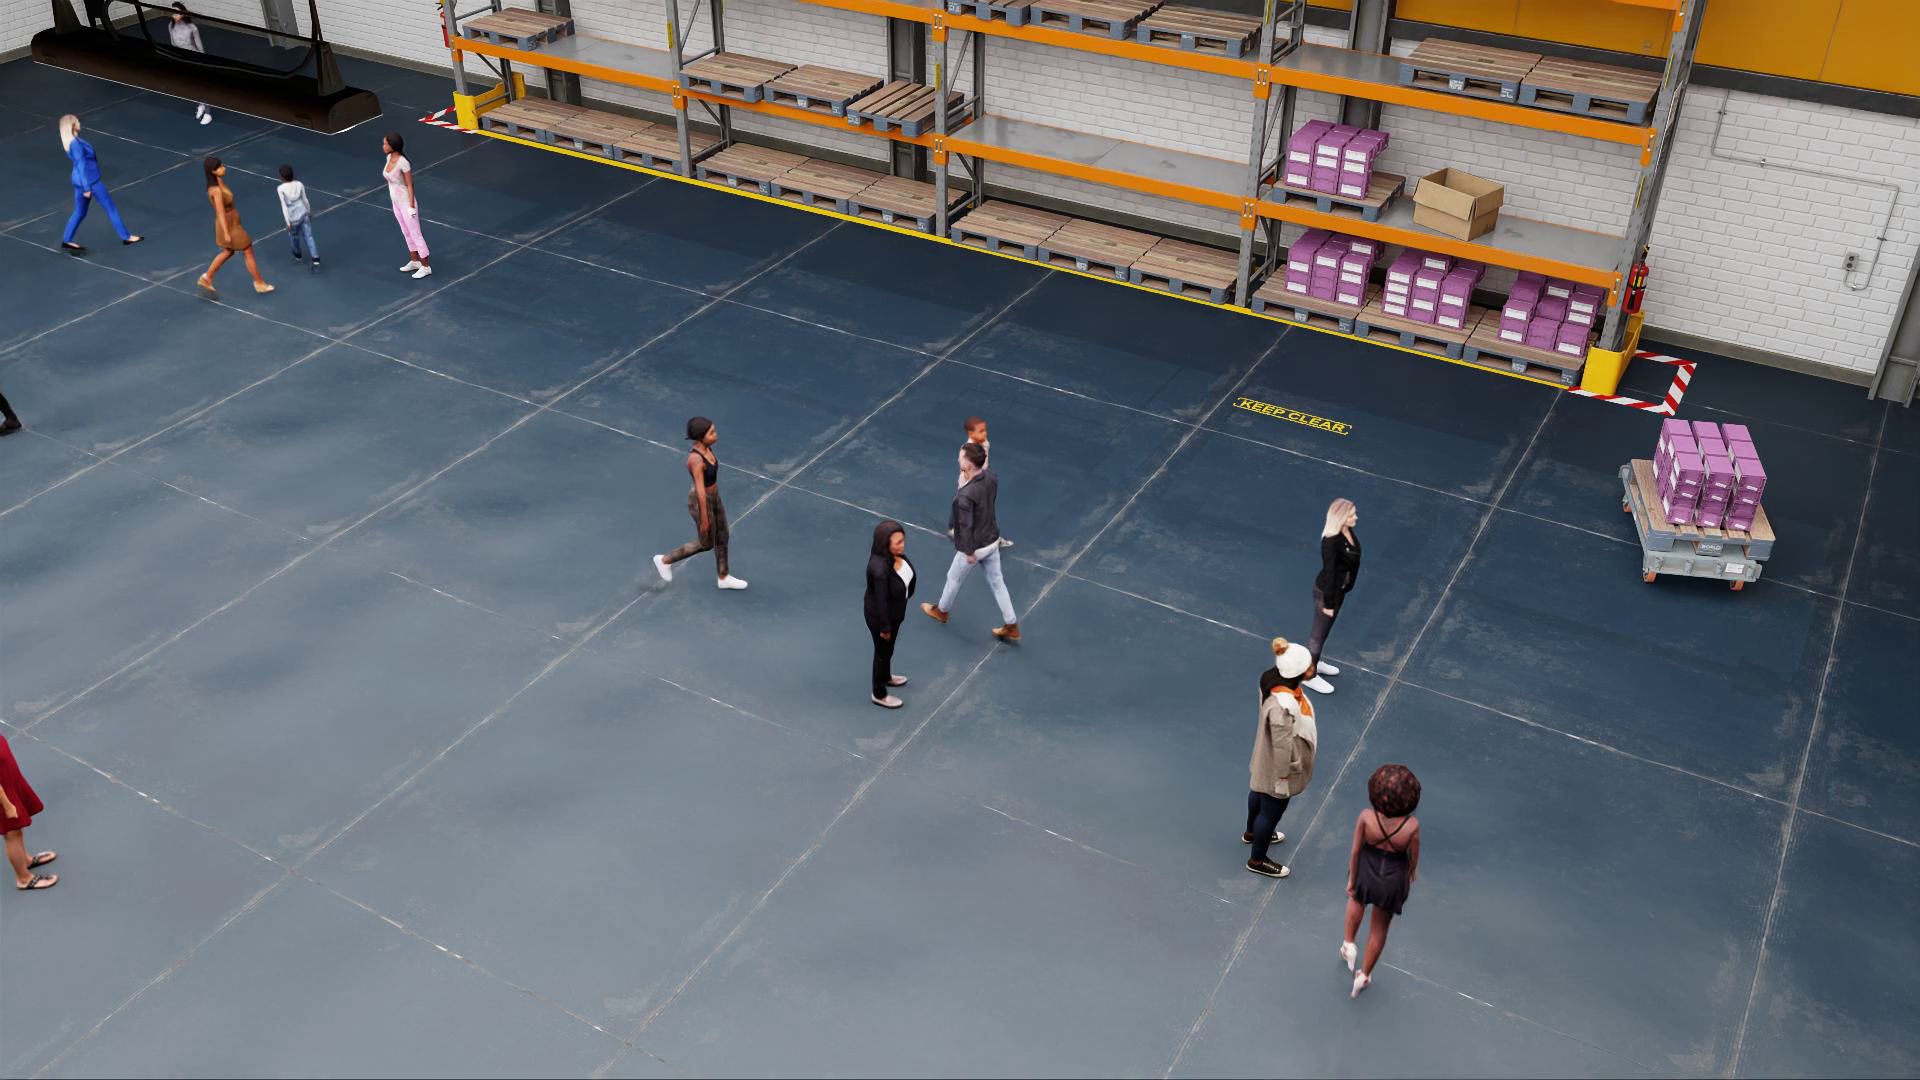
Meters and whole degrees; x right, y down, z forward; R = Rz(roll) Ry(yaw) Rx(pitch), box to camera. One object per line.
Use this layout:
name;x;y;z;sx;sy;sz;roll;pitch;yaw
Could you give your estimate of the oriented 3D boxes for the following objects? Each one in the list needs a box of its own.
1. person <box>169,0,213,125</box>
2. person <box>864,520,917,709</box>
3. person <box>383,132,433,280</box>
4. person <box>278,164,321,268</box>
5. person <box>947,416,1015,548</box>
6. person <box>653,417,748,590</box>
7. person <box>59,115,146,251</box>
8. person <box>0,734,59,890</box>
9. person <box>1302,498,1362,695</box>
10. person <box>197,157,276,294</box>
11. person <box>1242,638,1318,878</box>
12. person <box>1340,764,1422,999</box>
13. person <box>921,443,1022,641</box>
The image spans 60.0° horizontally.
person;-10.998;-6.874;23.880;0.693;1.725;0.798;4;34;5
person;-0.573;0.546;12.818;0.763;1.612;0.753;3;34;5
person;-6.478;-3.917;19.417;0.697;1.741;0.535;-29;43;-36
person;-7.849;-3.829;19.734;0.687;1.243;0.939;-24;41;-32
person;0.060;-0.512;14.722;0.942;1.267;0.653;28;43;35
person;-2.229;-0.277;13.999;1.088;1.676;0.860;3;34;5
person;-10.592;-4.230;19.963;0.998;1.658;1.167;-23;40;-30
person;-6.451;1.677;11.170;0.733;1.552;0.672;-16;37;-23
person;2.874;0.405;12.964;0.561;1.685;0.624;14;36;20
person;-8.389;-3.525;18.905;1.032;1.655;1.028;-12;35;-17
person;2.132;1.429;11.236;0.819;1.893;0.811;2;34;3
person;2.571;2.161;10.241;0.609;1.776;0.664;12;35;17
person;0.226;0.056;13.385;1.172;1.801;0.765;22;40;30
